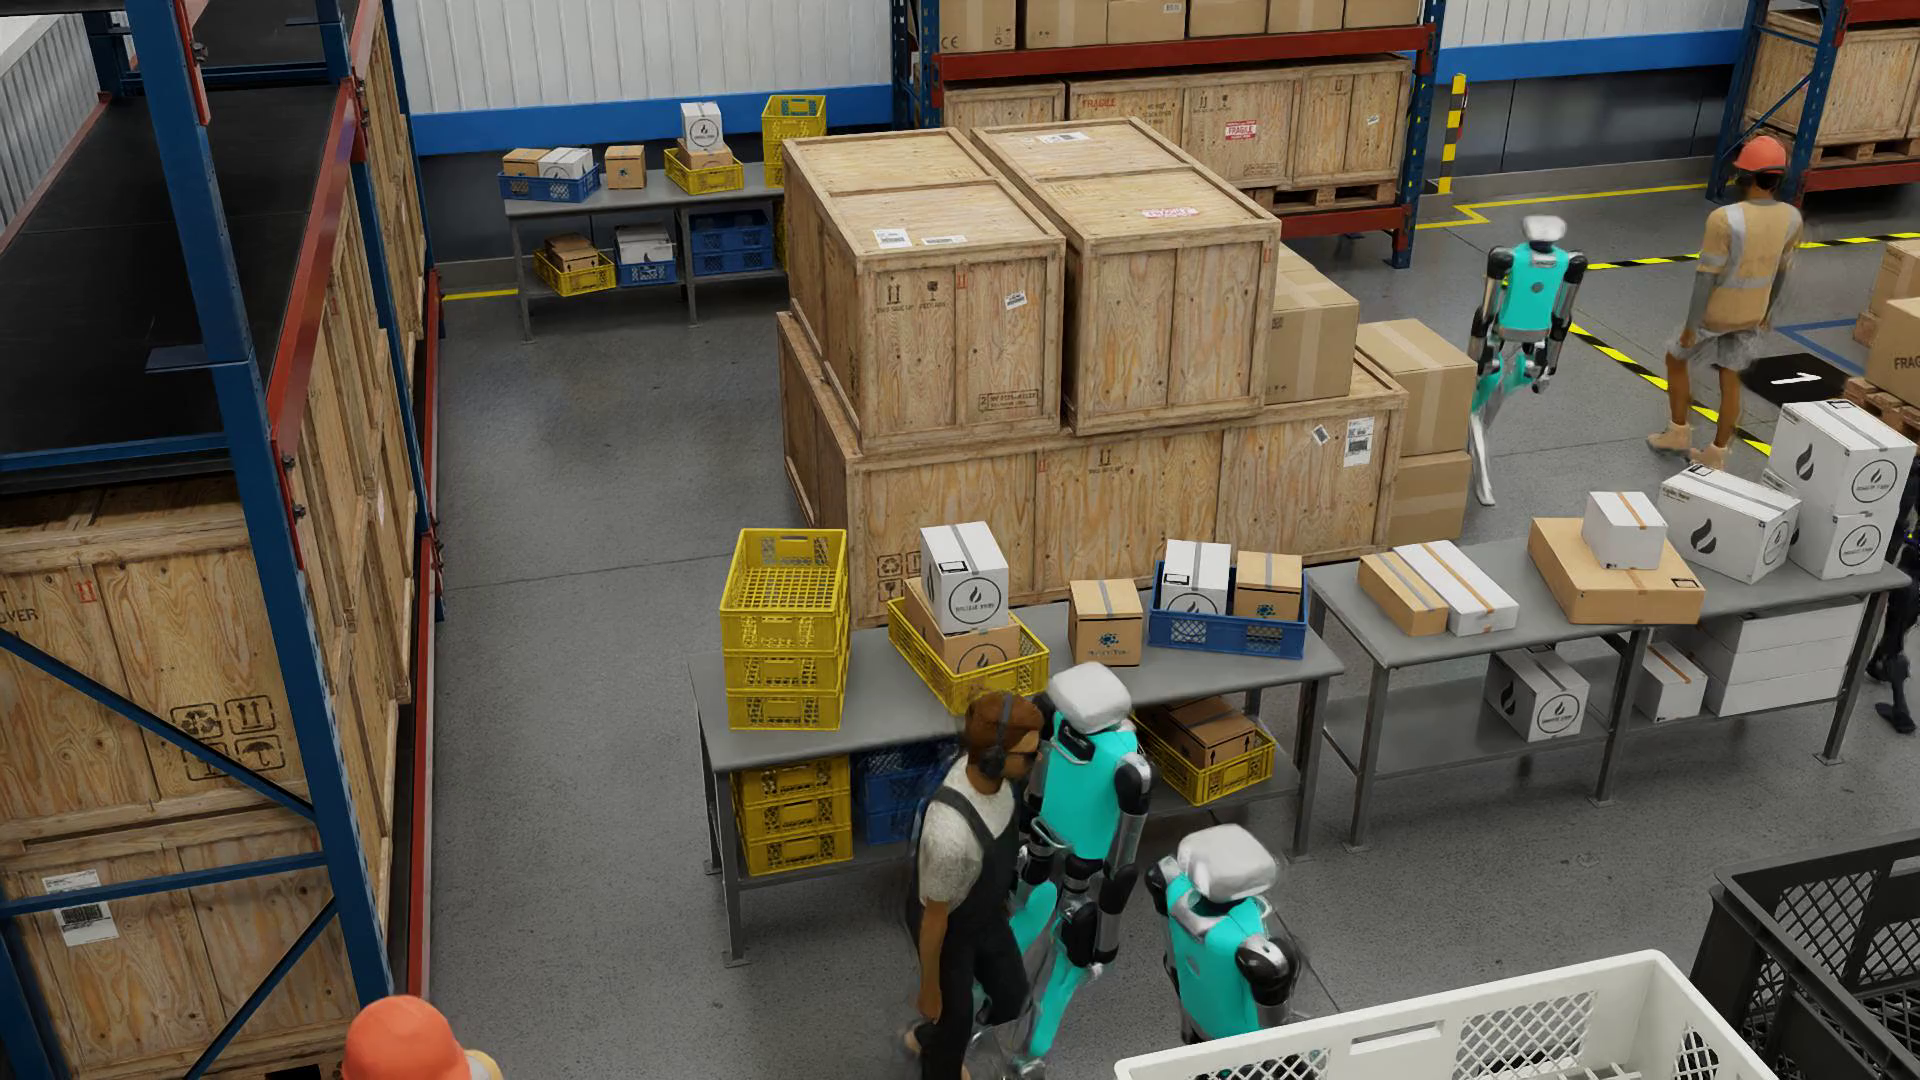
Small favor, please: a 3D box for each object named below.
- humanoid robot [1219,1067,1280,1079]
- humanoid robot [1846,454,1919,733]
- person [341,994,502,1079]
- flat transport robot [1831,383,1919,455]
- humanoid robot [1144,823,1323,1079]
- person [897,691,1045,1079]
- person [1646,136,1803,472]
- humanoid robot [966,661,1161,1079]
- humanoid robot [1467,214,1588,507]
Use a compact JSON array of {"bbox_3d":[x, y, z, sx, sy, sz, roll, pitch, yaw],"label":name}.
[{"bbox_3d":[0.573,1.940,4.155,0.506,1.655,0.590,-15,32,-25],"label":"humanoid robot"},{"bbox_3d":[4.318,0.068,7.563,0.599,1.640,0.581,-13,31,-22],"label":"humanoid robot"},{"bbox_3d":[-1.233,1.840,4.053,0.379,1.933,0.548,16,33,27],"label":"person"},{"bbox_3d":[6.144,-0.636,10.242,0.652,0.197,1.431,-7,30,-13],"label":"flat transport robot"},{"bbox_3d":[0.944,1.533,4.877,0.833,1.825,0.553,-16,33,-27],"label":"humanoid robot"},{"bbox_3d":[0.007,1.243,5.250,0.447,1.818,0.549,14,32,24],"label":"person"},{"bbox_3d":[4.479,-1.373,9.792,0.649,2.019,0.674,-6,29,-11],"label":"person"},{"bbox_3d":[0.199,1.291,5.345,0.739,1.881,0.553,-18,34,-30],"label":"humanoid robot"},{"bbox_3d":[3.141,-1.134,9.669,0.554,1.766,0.968,1,29,1],"label":"humanoid robot"}]
